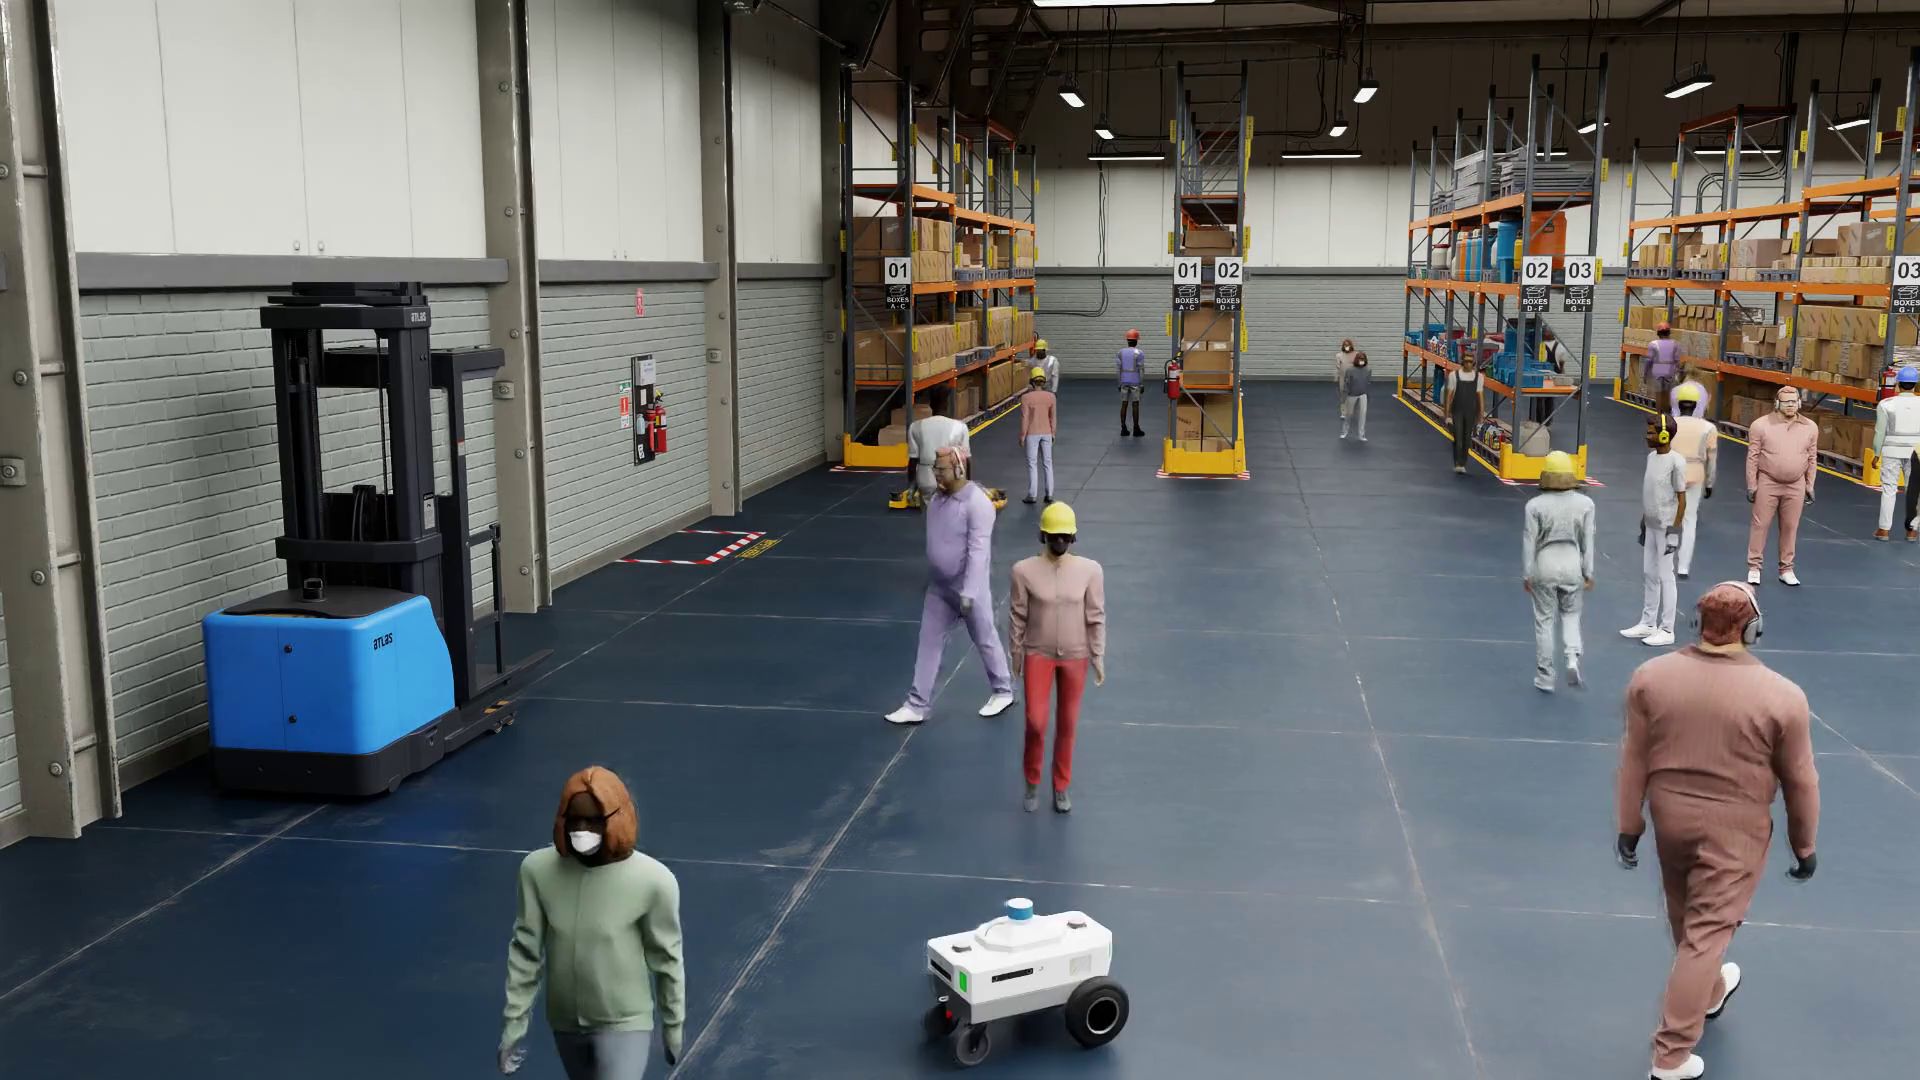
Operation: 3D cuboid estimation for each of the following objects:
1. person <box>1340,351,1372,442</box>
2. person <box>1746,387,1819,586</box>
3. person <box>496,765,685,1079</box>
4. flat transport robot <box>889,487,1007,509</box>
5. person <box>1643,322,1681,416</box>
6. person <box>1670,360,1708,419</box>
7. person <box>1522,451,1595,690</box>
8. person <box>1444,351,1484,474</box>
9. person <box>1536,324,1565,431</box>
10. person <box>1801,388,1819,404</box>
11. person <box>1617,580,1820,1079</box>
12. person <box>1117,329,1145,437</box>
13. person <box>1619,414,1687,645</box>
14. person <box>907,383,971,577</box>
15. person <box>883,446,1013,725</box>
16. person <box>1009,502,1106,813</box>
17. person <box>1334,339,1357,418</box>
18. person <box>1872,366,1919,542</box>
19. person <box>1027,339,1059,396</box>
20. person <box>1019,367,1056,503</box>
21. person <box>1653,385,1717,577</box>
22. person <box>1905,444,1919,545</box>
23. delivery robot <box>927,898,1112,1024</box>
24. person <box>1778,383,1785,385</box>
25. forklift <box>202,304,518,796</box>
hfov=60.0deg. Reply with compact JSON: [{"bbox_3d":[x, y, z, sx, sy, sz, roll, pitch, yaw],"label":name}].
[{"bbox_3d":[7.053,-2.584,29.712,0.515,1.590,0.711,-1,9,-5],"label":"person"},{"bbox_3d":[7.884,-0.517,15.966,0.638,1.910,0.407,1,9,9],"label":"person"},{"bbox_3d":[-1.064,1.428,4.953,0.501,1.592,0.862,3,10,16],"label":"person"},{"bbox_3d":[-0.145,-0.540,21.271,1.431,0.197,0.652,1,9,9],"label":"flat transport robot"},{"bbox_3d":[13.651,-3.238,32.419,0.633,2.007,0.839,1,9,6],"label":"person"},{"bbox_3d":[8.819,-1.253,20.461,0.662,1.914,0.758,-5,11,-29],"label":"person"},{"bbox_3d":[4.261,0.225,11.886,0.493,1.730,0.405,1,9,5],"label":"person"},{"bbox_3d":[7.458,-1.862,24.535,0.535,1.813,0.841,1,9,7],"label":"person"},{"bbox_3d":[10.977,-3.053,31.324,0.674,2.000,0.535,-1,9,-9],"label":"person"},{"bbox_3d":[19.098,-3.985,37.238,0.606,1.958,0.989,5,10,27],"label":"person"},{"bbox_3d":[2.899,1.072,6.315,1.009,1.849,0.662,-8,12,-42],"label":"person"},{"bbox_3d":[3.133,-2.873,30.400,0.544,1.939,0.372,6,11,34],"label":"person"},{"bbox_3d":[5.654,-0.089,13.458,0.332,1.866,0.514,-1,9,-8],"label":"person"},{"bbox_3d":[-0.210,-0.553,16.122,0.617,1.940,0.914,1,9,9],"label":"person"},{"bbox_3d":[-0.020,0.302,11.082,0.994,1.859,0.648,-8,12,-41],"label":"person"},{"bbox_3d":[0.541,0.657,9.203,0.525,1.752,0.455,-1,9,-5],"label":"person"},{"bbox_3d":[7.907,-3.296,33.985,0.518,1.616,0.366,3,10,16],"label":"person"},{"bbox_3d":[10.524,-0.962,18.576,0.602,1.949,0.390,3,10,16],"label":"person"},{"bbox_3d":[1.492,-2.696,29.755,0.591,1.799,0.860,2,10,15],"label":"person"},{"bbox_3d":[1.002,-1.361,21.607,0.533,1.767,0.326,-4,10,-25],"label":"person"},{"bbox_3d":[7.229,-0.606,16.640,0.597,1.869,1.009,3,10,19],"label":"person"},{"bbox_3d":[8.651,-0.237,14.580,0.640,1.810,0.910,6,11,35],"label":"person"},{"bbox_3d":[0.235,1.658,6.553,0.707,0.478,0.477,-5,10,-26],"label":"delivery robot"},{"bbox_3d":[17.609,-3.651,35.642,0.623,1.791,0.932,7,11,35],"label":"person"},{"bbox_3d":[-3.673,-0.038,10.147,1.129,2.768,1.873,1,9,9],"label":"forklift"}]
